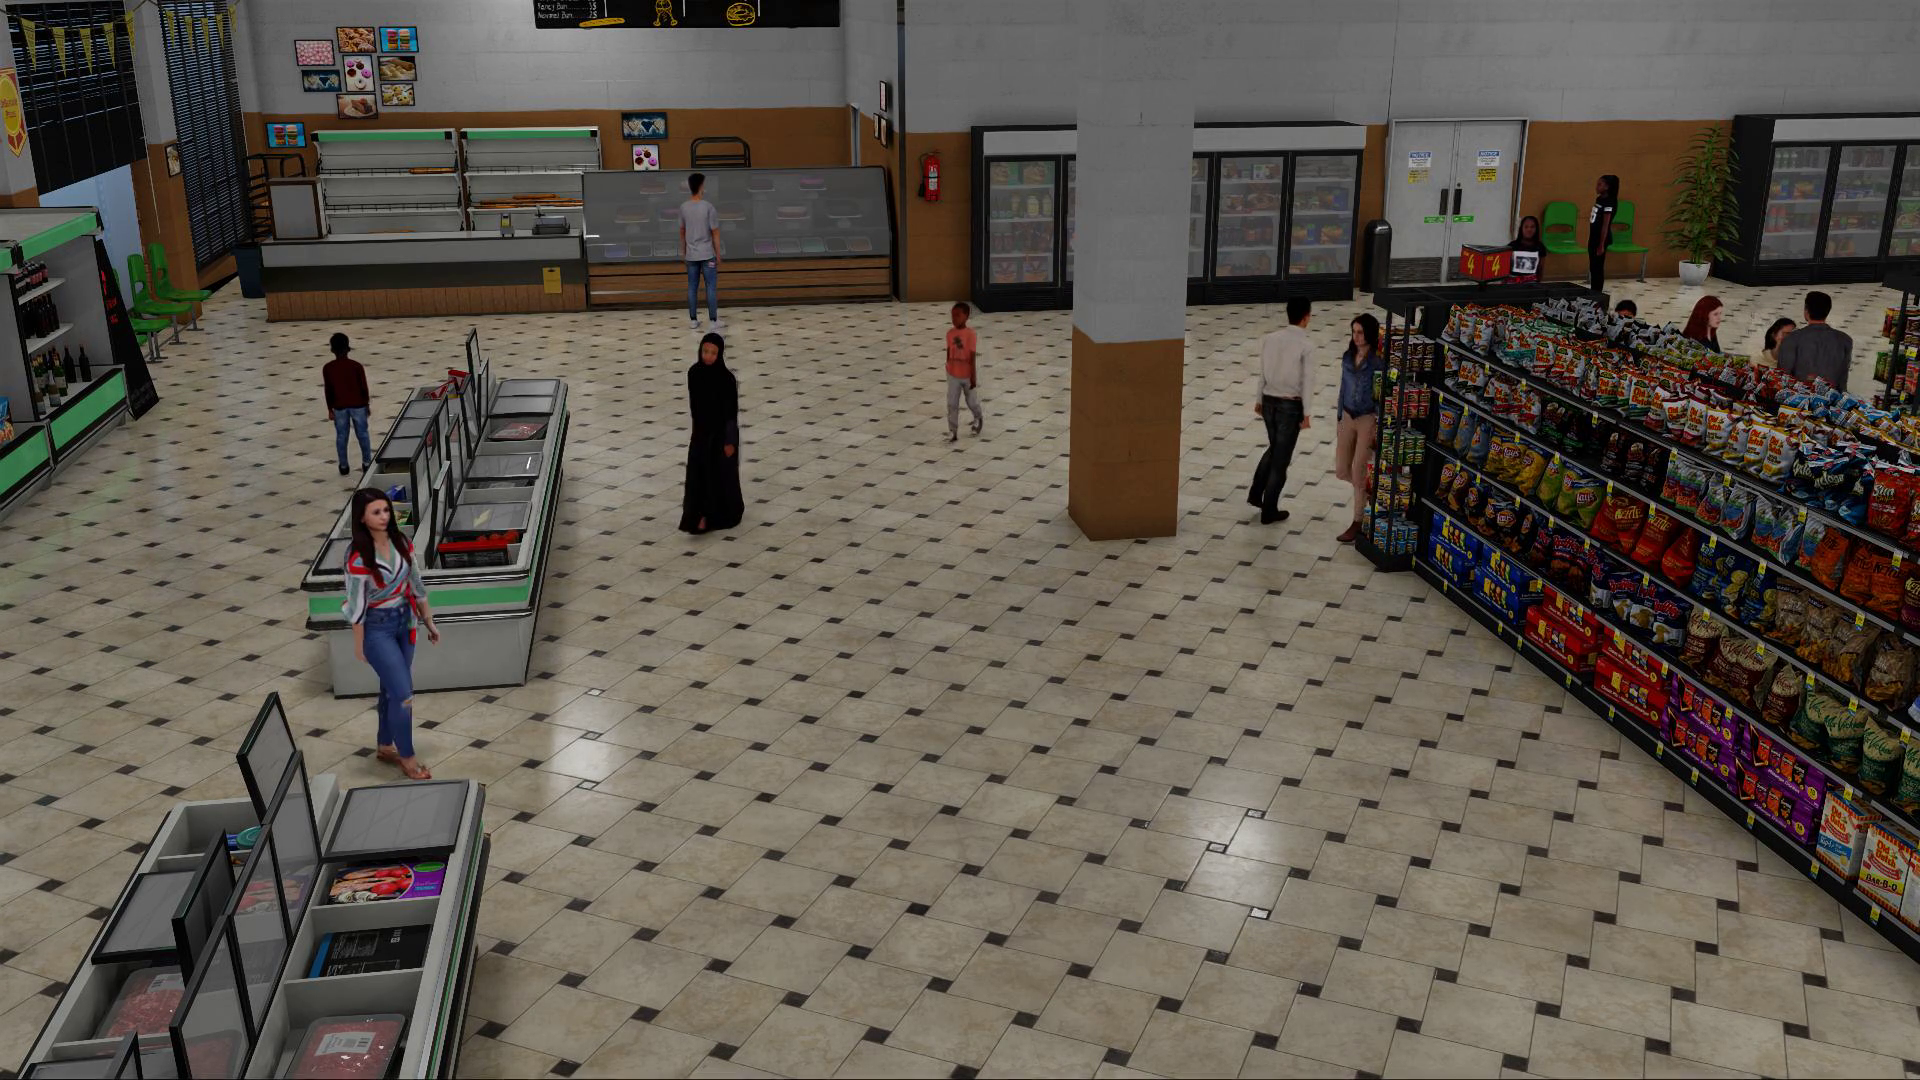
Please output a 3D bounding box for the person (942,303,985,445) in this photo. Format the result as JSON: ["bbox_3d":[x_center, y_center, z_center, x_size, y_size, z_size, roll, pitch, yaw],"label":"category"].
[{"bbox_3d":[0.057,-1.568,15.503,0.814,1.300,0.940,9,21,25],"label":"person"}]

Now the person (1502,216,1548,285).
[{"bbox_3d":[6.102,-2.668,18.105,0.691,1.723,0.716,5,19,15],"label":"person"}]

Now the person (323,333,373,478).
[{"bbox_3d":[-5.289,-1.170,14.393,0.502,1.255,0.479,-4,19,-11],"label":"person"}]

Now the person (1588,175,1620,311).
[{"bbox_3d":[8.353,-3.893,21.725,0.709,1.731,0.573,1,19,2],"label":"person"}]

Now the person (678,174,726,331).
[{"bbox_3d":[-3.194,-3.546,20.450,0.751,1.887,0.722,5,19,14],"label":"person"}]

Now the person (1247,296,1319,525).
[{"bbox_3d":[2.509,-1.011,13.085,0.864,1.790,0.778,-16,25,-40],"label":"person"}]

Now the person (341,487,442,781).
[{"bbox_3d":[-3.141,0.483,8.960,0.873,1.595,0.829,9,20,24],"label":"person"}]

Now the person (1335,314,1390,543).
[{"bbox_3d":[3.120,-0.855,12.671,0.886,1.759,0.891,-14,23,-35],"label":"person"}]

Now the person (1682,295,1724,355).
[{"bbox_3d":[5.843,-1.067,13.255,0.680,1.788,0.718,-16,24,-40],"label":"person"}]

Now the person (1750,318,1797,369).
[{"bbox_3d":[6.423,-0.973,13.239,0.712,1.620,0.961,-1,19,-2],"label":"person"}]

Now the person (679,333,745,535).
[{"bbox_3d":[-1.875,-0.856,12.911,0.938,1.607,1.072,11,21,29],"label":"person"}]

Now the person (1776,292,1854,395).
[{"bbox_3d":[6.570,-0.960,12.835,0.772,1.854,0.739,2,19,5],"label":"person"}]
